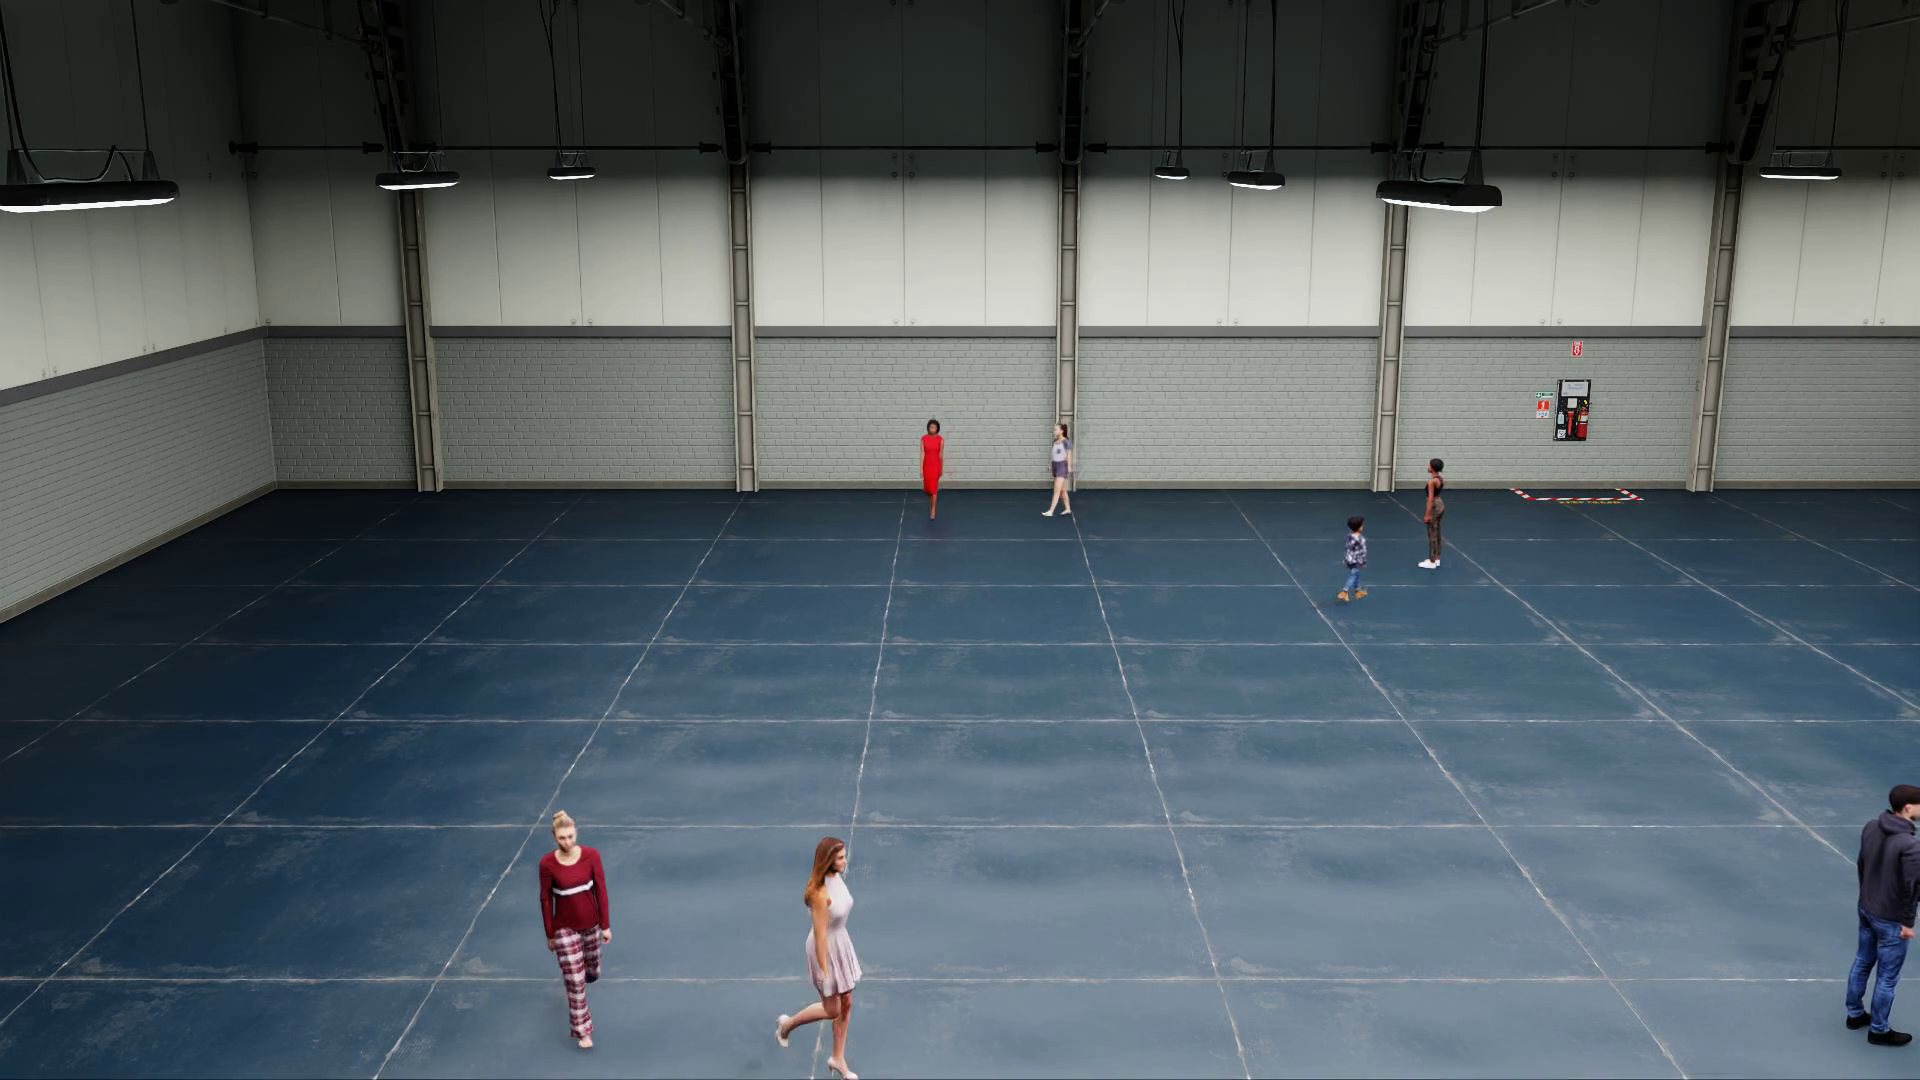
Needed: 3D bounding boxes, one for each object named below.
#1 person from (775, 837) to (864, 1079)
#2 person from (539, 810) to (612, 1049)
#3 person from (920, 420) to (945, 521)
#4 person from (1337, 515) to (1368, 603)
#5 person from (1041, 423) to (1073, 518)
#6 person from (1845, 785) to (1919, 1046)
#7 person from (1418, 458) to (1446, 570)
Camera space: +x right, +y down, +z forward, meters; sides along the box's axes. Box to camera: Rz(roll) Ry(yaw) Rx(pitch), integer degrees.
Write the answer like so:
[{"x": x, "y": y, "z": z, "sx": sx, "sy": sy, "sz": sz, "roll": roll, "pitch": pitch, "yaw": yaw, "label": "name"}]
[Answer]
[{"x": -0.962, "y": 2.832, "z": 11.237, "sx": 0.953, "sy": 1.753, "sz": 0.768, "roll": 5, "pitch": 14, "yaw": 22, "label": "person"}, {"x": -2.748, "y": 2.734, "z": 11.849, "sx": 0.975, "sy": 1.669, "sz": 0.949, "roll": -7, "pitch": 15, "yaw": -28, "label": "person"}, {"x": -0.490, "y": -1.222, "z": 28.838, "sx": 1.014, "sy": 1.710, "sz": 0.701, "roll": 2, "pitch": 13, "yaw": 7, "label": "person"}, {"x": 5.526, "y": 0.282, "z": 23.410, "sx": 0.919, "sy": 1.230, "sz": 0.781, "roll": -9, "pitch": 16, "yaw": -33, "label": "person"}, {"x": 1.817, "y": -1.214, "z": 28.993, "sx": 1.019, "sy": 1.626, "sz": 0.880, "roll": -7, "pitch": 15, "yaw": -29, "label": "person"}, {"x": 6.555, "y": 2.632, "z": 11.797, "sx": 0.627, "sy": 1.890, "sz": 0.705, "roll": -2, "pitch": 13, "yaw": -9, "label": "person"}, {"x": 7.243, "y": -0.421, "z": 25.404, "sx": 0.706, "sy": 1.699, "sz": 0.663, "roll": 10, "pitch": 16, "yaw": 37, "label": "person"}]
